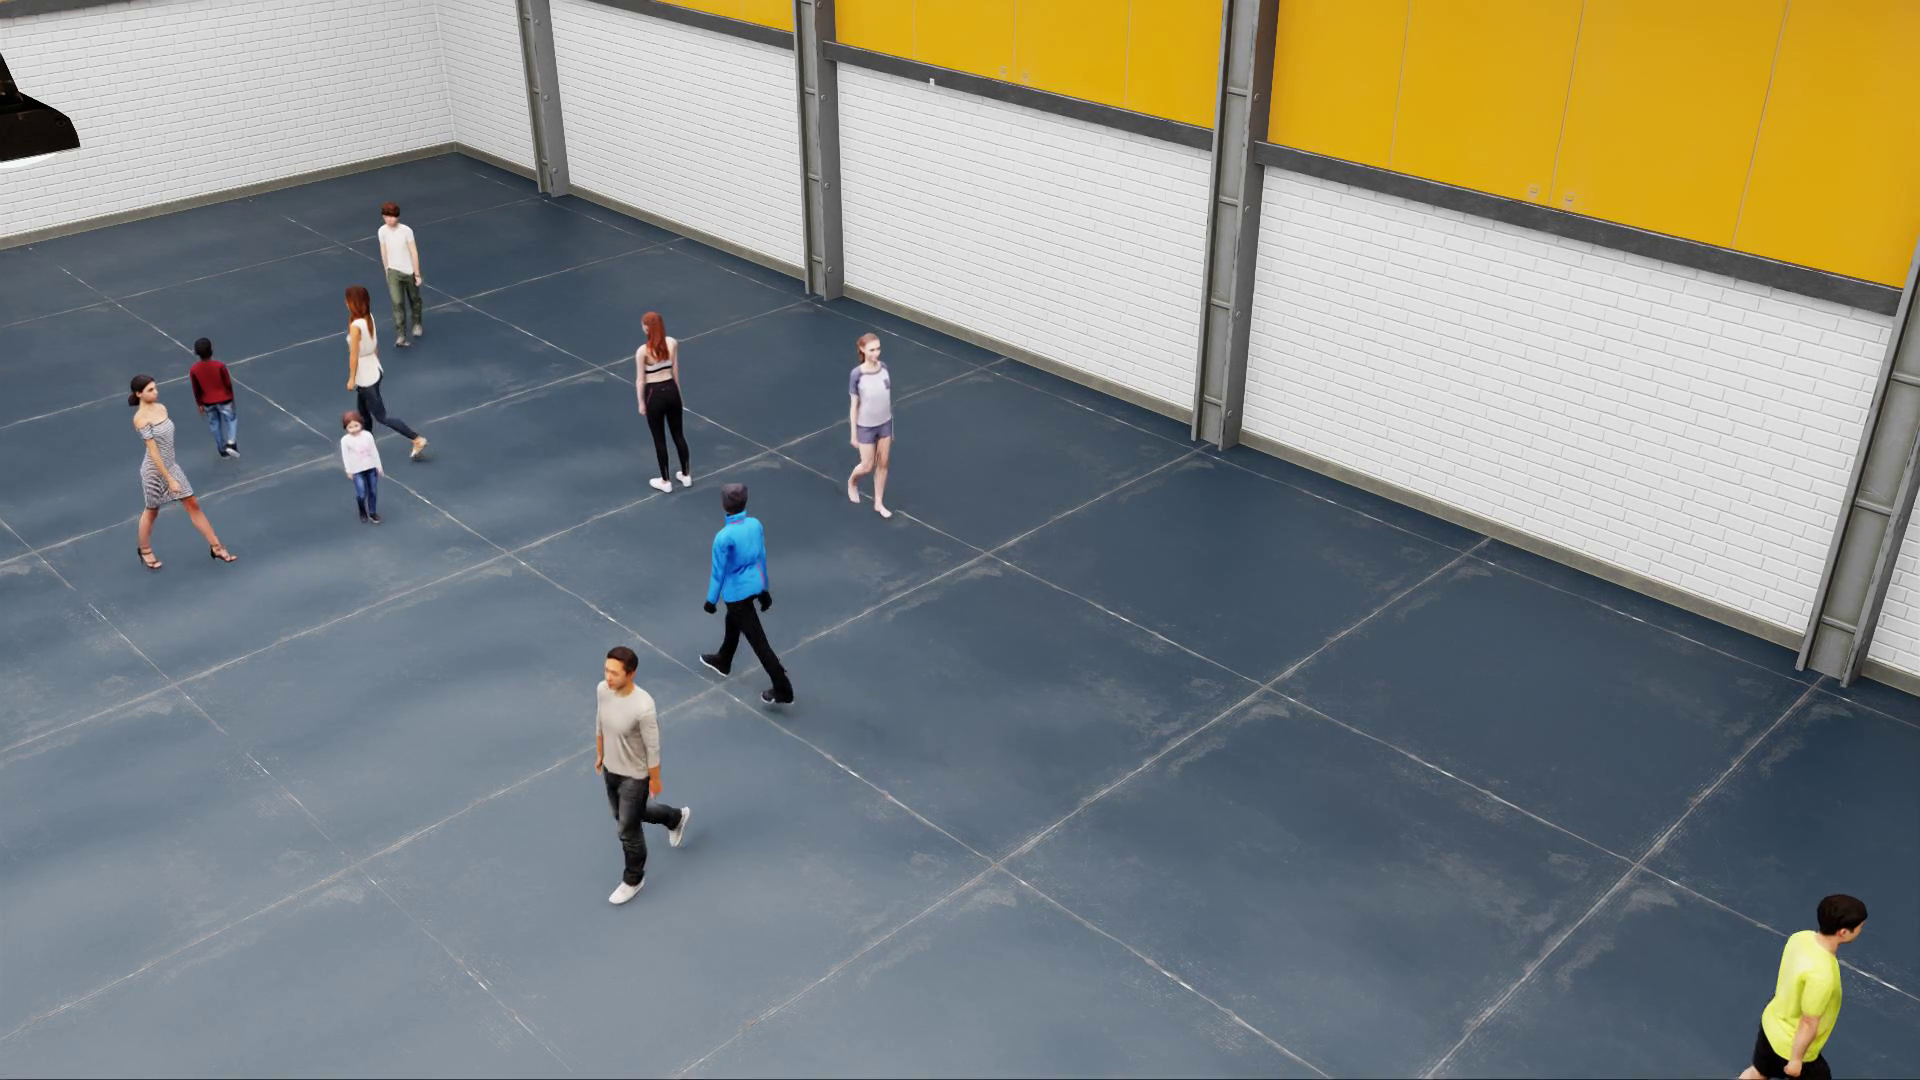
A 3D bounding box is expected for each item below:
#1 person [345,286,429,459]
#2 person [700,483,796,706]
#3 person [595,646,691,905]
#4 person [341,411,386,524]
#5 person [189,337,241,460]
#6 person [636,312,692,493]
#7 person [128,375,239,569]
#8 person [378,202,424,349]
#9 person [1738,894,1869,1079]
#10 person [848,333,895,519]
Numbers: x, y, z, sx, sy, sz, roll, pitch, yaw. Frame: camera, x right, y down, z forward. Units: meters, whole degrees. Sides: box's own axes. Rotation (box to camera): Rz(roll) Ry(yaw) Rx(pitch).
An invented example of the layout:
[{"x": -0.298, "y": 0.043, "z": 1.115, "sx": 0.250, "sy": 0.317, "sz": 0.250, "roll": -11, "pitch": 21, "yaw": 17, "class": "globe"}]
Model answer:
[{"x": -5.594, "y": -1.561, "z": 15.962, "sx": 1.081, "sy": 1.761, "sz": 1.062, "roll": -2, "pitch": 29, "yaw": -3, "class": "person"}, {"x": -1.529, "y": 0.455, "z": 12.289, "sx": 1.262, "sy": 1.739, "sz": 0.821, "roll": 16, "pitch": 33, "yaw": 27, "class": "person"}, {"x": -2.021, "y": 1.406, "z": 10.491, "sx": 0.913, "sy": 1.791, "sz": 0.741, "roll": 22, "pitch": 36, "yaw": 35, "class": "person"}, {"x": -5.417, "y": -0.675, "z": 15.026, "sx": 0.454, "sy": 1.101, "sz": 0.474, "roll": -23, "pitch": 36, "yaw": -36, "class": "person"}, {"x": -7.195, "y": -1.336, "z": 16.088, "sx": 0.618, "sy": 1.245, "sz": 0.682, "roll": -9, "pitch": 30, "yaw": -15, "class": "person"}, {"x": -2.762, "y": -1.295, "z": 15.501, "sx": 0.619, "sy": 1.736, "sz": 0.596, "roll": -19, "pitch": 34, "yaw": -31, "class": "person"}, {"x": -6.834, "y": -0.523, "z": 14.043, "sx": 1.169, "sy": 1.776, "sz": 1.039, "roll": 4, "pitch": 29, "yaw": 7, "class": "person"}, {"x": -6.272, "y": -3.029, "z": 18.806, "sx": 1.023, "sy": 1.615, "sz": 1.144, "roll": -3, "pitch": 29, "yaw": -6, "class": "person"}, {"x": 4.229, "y": 2.516, "z": 8.566, "sx": 1.042, "sy": 1.686, "sz": 0.945, "roll": 5, "pitch": 29, "yaw": 8, "class": "person"}, {"x": -0.825, "y": -1.068, "z": 15.064, "sx": 0.621, "sy": 1.755, "sz": 0.763, "roll": -18, "pitch": 34, "yaw": -30, "class": "person"}]
